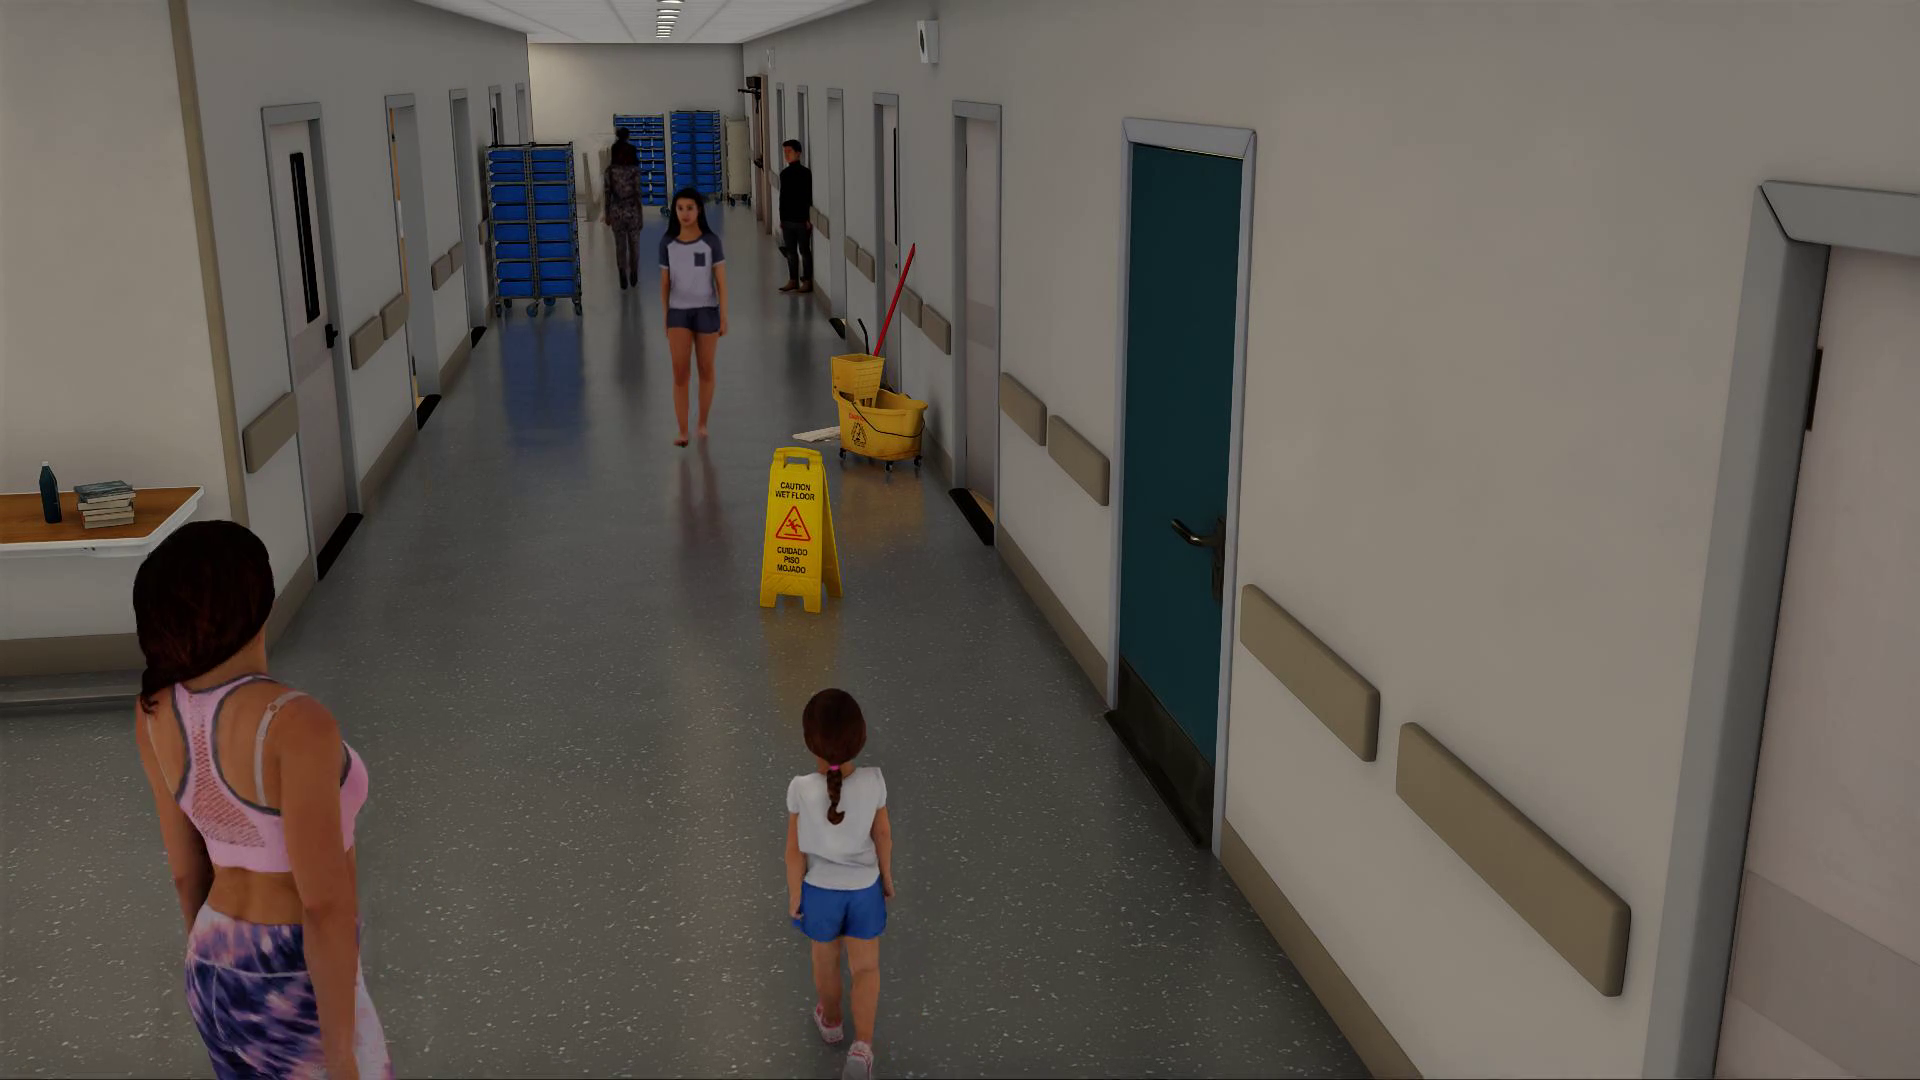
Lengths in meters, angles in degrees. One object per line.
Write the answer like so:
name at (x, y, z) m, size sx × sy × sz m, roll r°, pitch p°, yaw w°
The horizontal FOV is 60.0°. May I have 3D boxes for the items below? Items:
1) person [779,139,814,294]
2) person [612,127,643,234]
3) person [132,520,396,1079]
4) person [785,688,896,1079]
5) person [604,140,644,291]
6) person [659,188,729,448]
person at (-1.873, -3.722, 19.119) m, size 0.699 × 1.721 × 0.774 m, roll 12°, pitch 20°, yaw 37°
person at (-5.235, -5.584, 25.929) m, size 0.785 × 1.609 × 1.013 m, roll 3°, pitch 16°, yaw 10°
person at (-1.171, 0.853, 2.863) m, size 0.880 × 1.736 × 0.873 m, roll 11°, pitch 19°, yaw 34°
person at (-0.292, 0.867, 4.149) m, size 0.427 × 1.010 × 0.680 m, roll -3°, pitch 16°, yaw -10°
person at (-3.839, -3.666, 19.004) m, size 0.608 × 1.675 × 1.141 m, roll -2°, pitch 16°, yaw -8°
person at (-1.788, -1.503, 11.283) m, size 0.676 × 1.701 × 1.010 m, roll -1°, pitch 16°, yaw -5°
